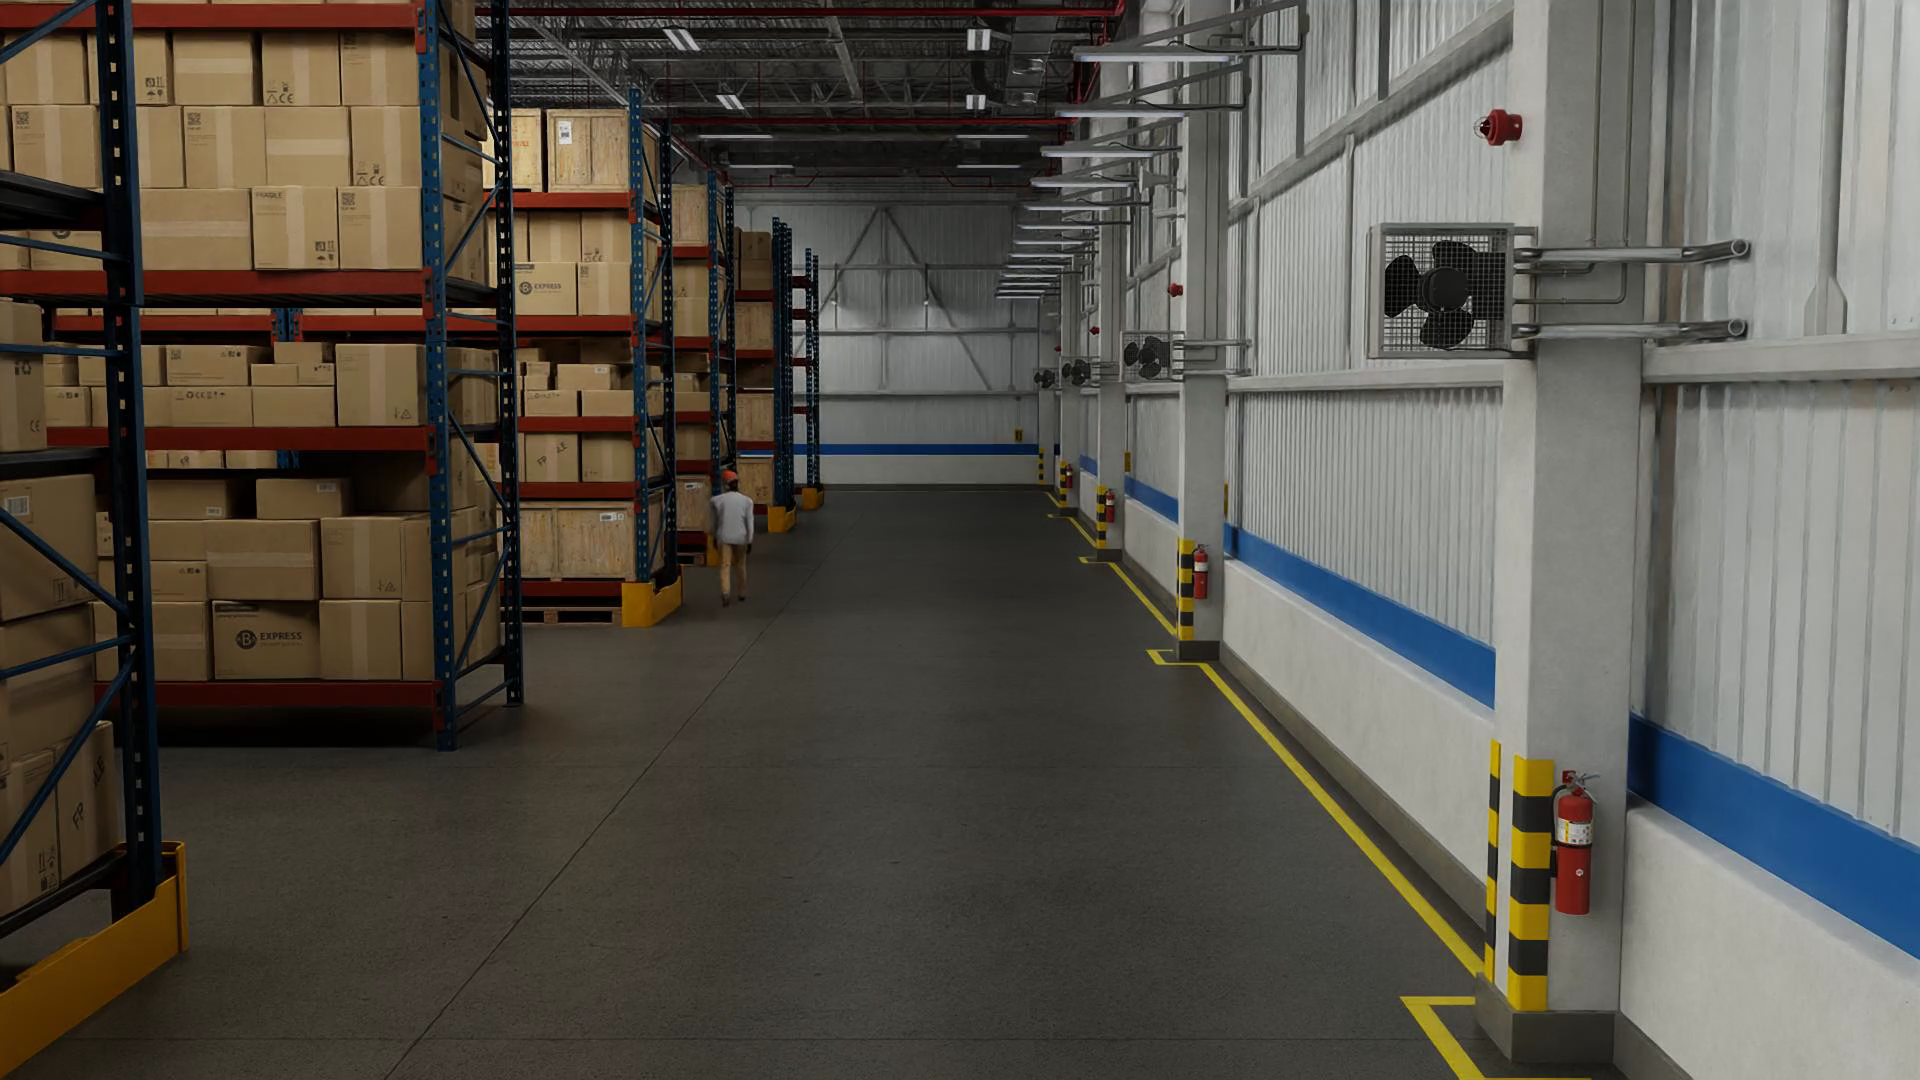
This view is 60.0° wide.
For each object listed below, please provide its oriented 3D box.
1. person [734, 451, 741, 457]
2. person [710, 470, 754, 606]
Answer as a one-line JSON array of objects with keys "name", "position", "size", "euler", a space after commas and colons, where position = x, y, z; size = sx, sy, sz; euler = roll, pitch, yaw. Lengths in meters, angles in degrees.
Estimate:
[{"name": "person", "position": [-5.181, -1.465, 38.135], "size": [0.307, 1.640, 0.518], "euler": [1, 5, 14]}, {"name": "person", "position": [-2.879, -0.030, 21.034], "size": [0.555, 1.712, 0.799], "euler": [-1, 5, -9]}]
